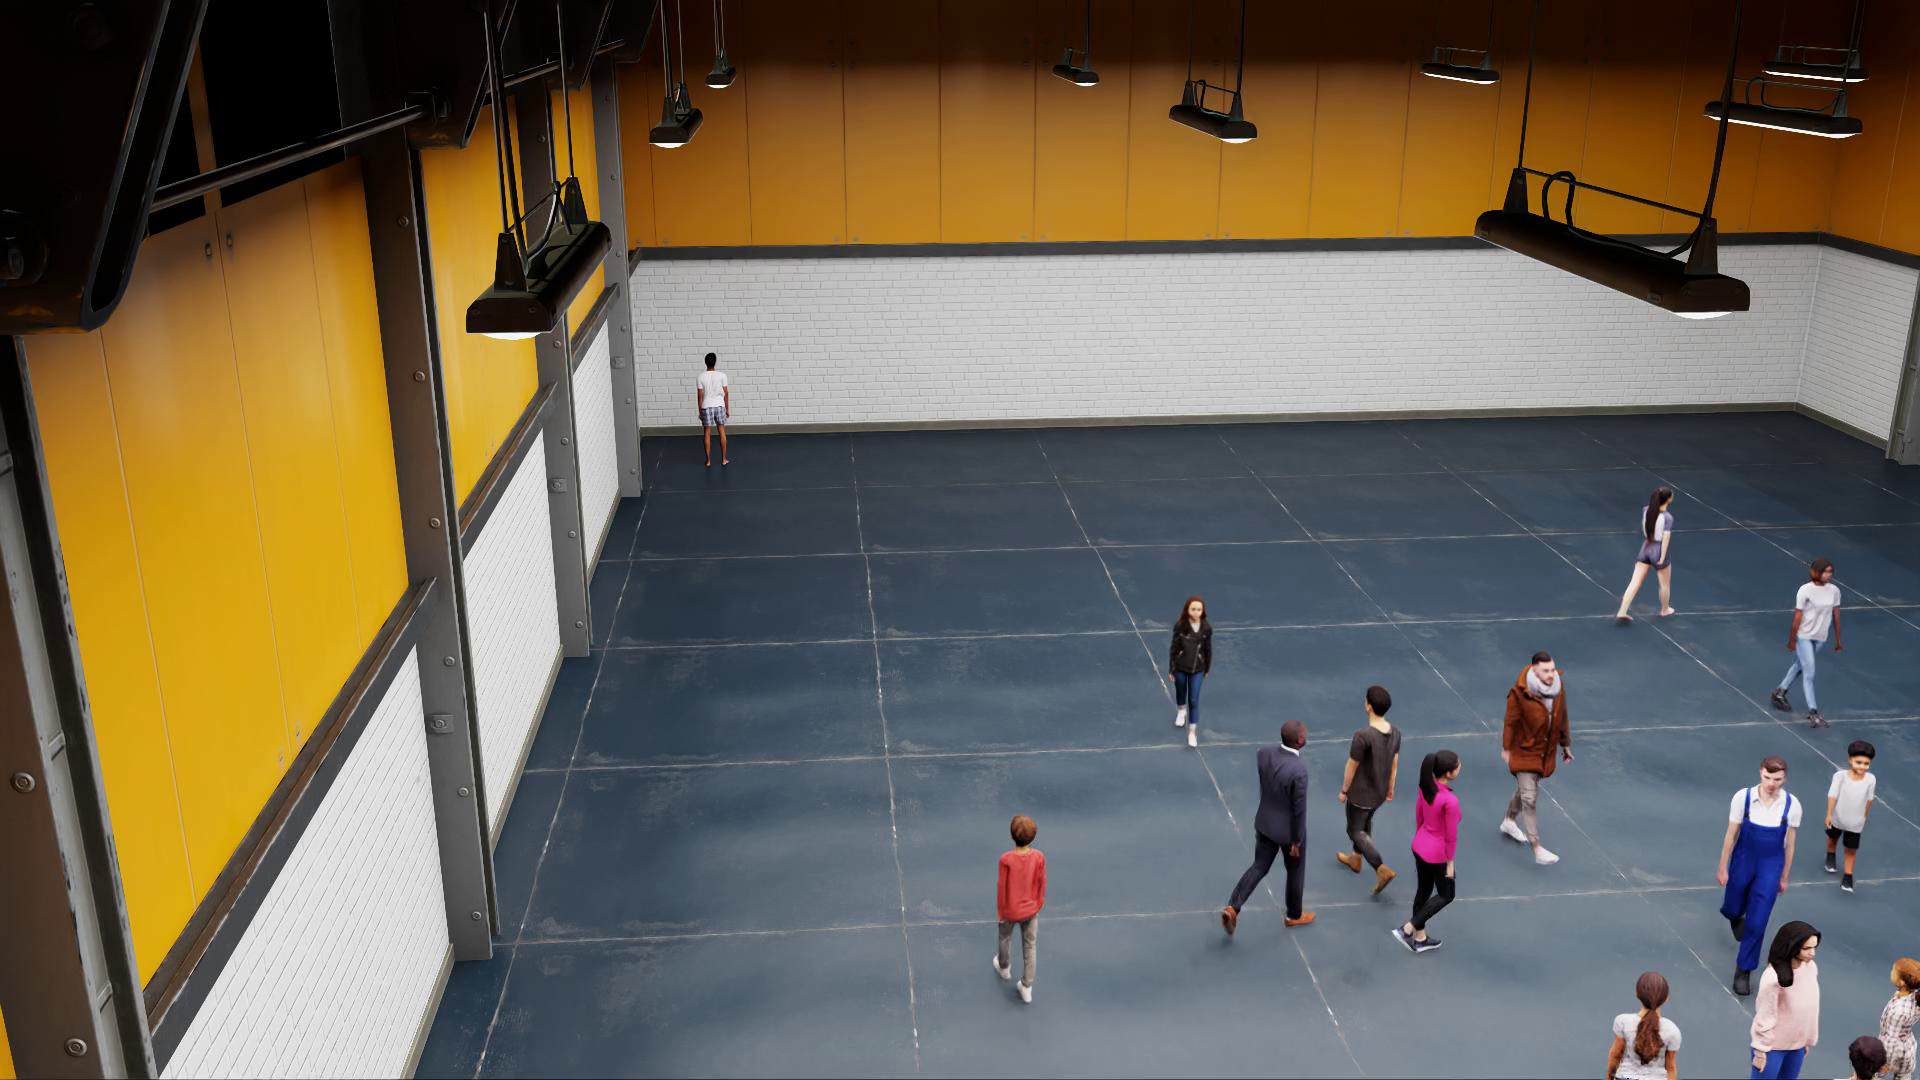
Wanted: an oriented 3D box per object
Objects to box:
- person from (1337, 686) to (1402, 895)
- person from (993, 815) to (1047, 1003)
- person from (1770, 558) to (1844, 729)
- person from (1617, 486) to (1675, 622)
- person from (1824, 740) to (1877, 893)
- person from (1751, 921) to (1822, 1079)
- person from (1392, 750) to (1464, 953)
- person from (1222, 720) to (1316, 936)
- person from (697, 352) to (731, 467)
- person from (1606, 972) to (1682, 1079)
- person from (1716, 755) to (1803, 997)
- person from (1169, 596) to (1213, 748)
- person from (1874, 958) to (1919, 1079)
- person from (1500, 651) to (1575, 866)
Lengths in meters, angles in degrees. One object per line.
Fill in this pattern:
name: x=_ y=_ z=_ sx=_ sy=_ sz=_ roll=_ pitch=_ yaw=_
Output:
person: x=3.336 y=2.027 z=13.435 sx=0.897 sy=1.694 sz=1.086 roll=-11 pitch=21 yaw=-29
person: x=0.448 y=2.677 z=11.967 sx=0.582 sy=1.399 sz=0.788 roll=-4 pitch=19 yaw=-11
person: x=8.425 y=0.980 z=16.572 sx=0.687 sy=1.677 sz=1.145 roll=-4 pitch=19 yaw=-11
person: x=7.853 y=0.199 z=19.003 sx=0.963 sy=1.605 sz=1.084 roll=-10 pitch=21 yaw=-28
person: x=7.259 y=2.207 z=13.635 sx=0.743 sy=1.226 sz=0.930 roll=8 pitch=20 yaw=21
person: x=4.998 y=3.089 z=10.170 sx=0.699 sy=1.766 sz=0.667 roll=-9 pitch=20 yaw=-24
person: x=3.461 y=2.367 z=12.436 sx=0.765 sy=1.687 sz=0.752 roll=-8 pitch=20 yaw=-21
person: x=2.387 y=2.223 z=12.693 sx=1.095 sy=1.797 sz=1.160 roll=-12 pitch=22 yaw=-32
person: x=-3.758 y=-1.992 z=25.307 sx=0.638 sy=1.734 sz=0.542 roll=-3 pitch=19 yaw=-9
person: x=4.049 y=3.295 z=9.886 sx=0.739 sy=1.557 sz=0.824 roll=10 pitch=21 yaw=27
person: x=5.846 y=2.371 z=12.206 sx=0.975 sy=1.827 sz=1.186 roll=7 pitch=20 yaw=21
person: x=2.224 y=1.222 z=16.209 sx=0.704 sy=1.451 sz=1.032 roll=3 pitch=19 yaw=7
person: x=5.949 y=3.241 z=10.455 sx=0.827 sy=1.296 sz=0.969 roll=-14 pitch=23 yaw=-37
person: x=4.779 y=1.773 z=14.034 sx=0.929 sy=1.793 sz=1.186 roll=-8 pitch=20 yaw=-22
